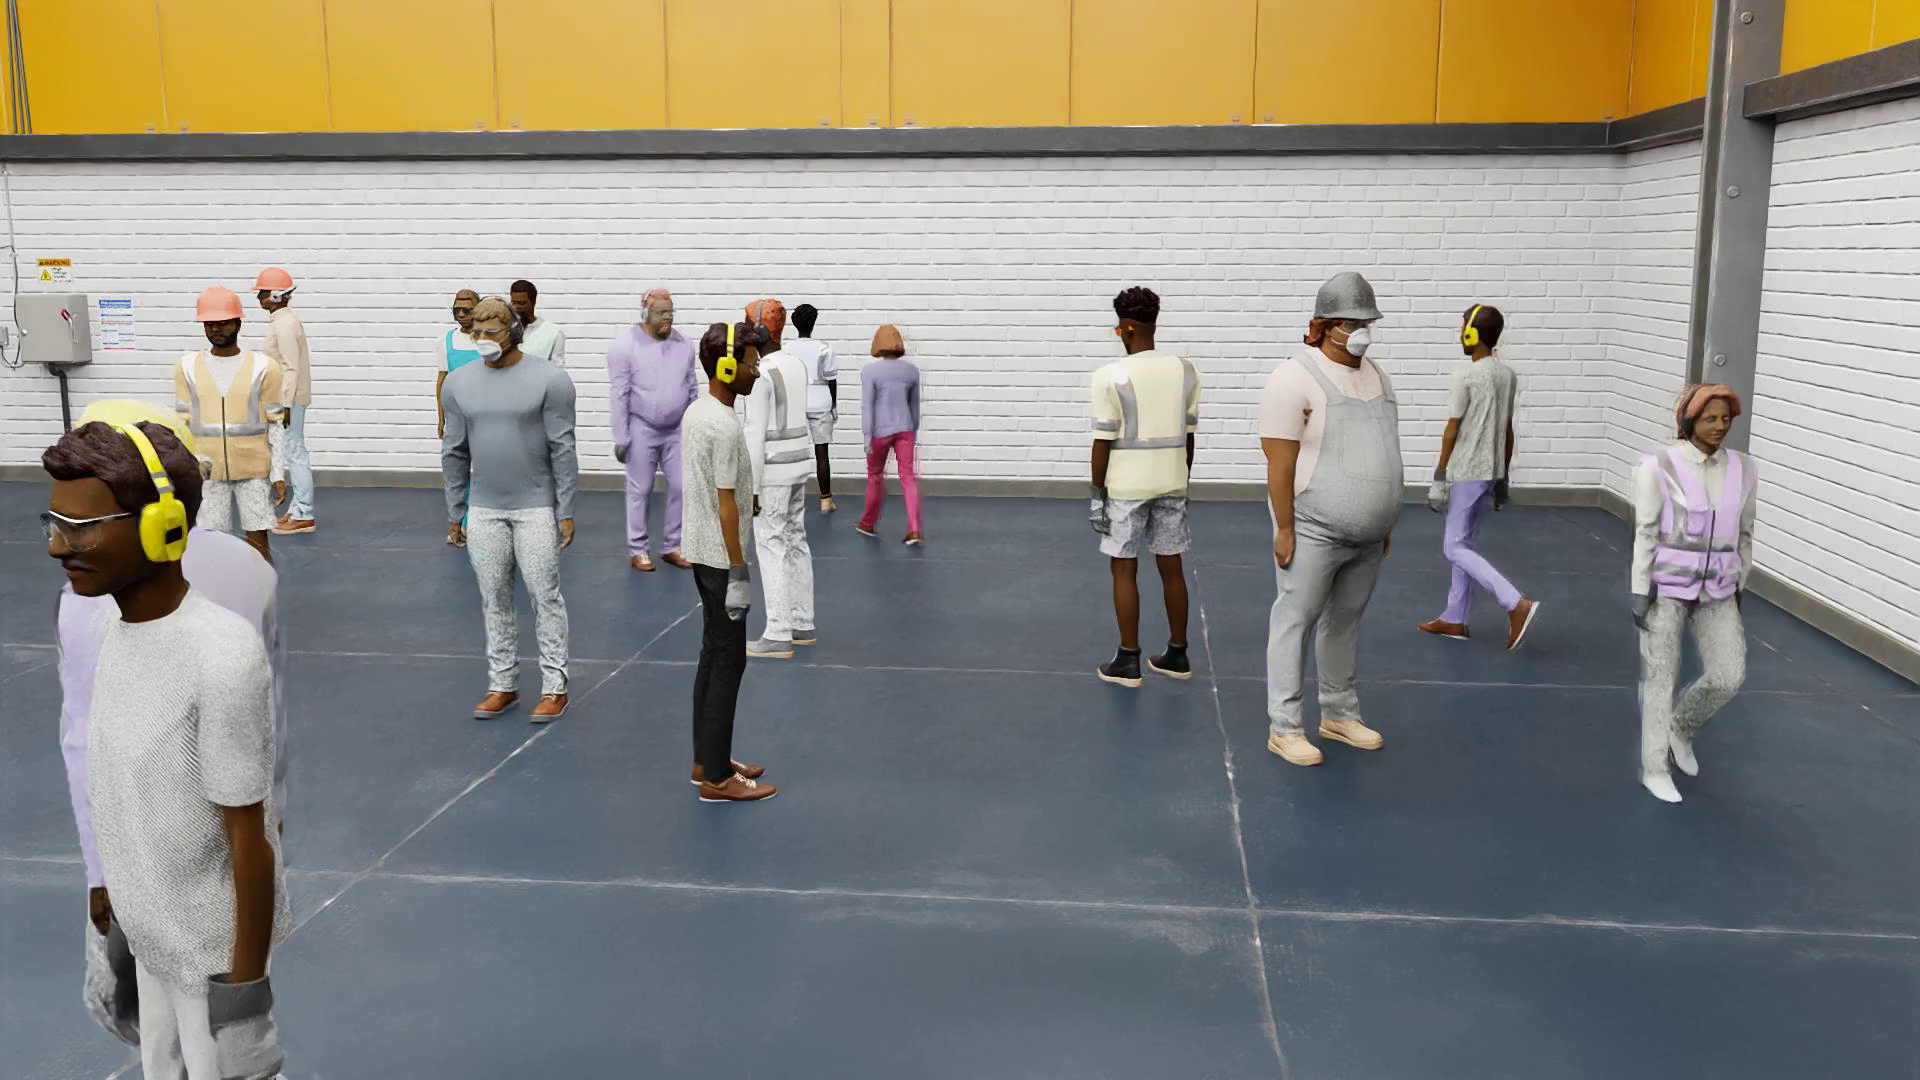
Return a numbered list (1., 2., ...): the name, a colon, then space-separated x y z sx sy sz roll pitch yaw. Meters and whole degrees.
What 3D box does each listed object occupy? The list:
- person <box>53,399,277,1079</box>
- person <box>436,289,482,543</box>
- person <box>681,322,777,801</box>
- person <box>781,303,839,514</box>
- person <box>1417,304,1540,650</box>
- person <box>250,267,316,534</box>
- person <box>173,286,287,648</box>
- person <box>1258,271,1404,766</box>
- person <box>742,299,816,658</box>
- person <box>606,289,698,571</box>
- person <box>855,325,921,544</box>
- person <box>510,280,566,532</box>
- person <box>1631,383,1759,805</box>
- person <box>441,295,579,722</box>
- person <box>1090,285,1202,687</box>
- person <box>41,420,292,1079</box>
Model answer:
1. person: -1.672 0.598 3.628 0.511 1.813 0.610 3 10 15
2. person: -3.533 -0.889 12.058 0.513 1.845 0.335 -1 10 -3
3. person: -0.900 0.091 6.433 0.341 1.857 0.524 -4 11 -21
4. person: -1.233 -1.050 13.403 0.530 1.697 0.321 0 10 1
5. person: 2.778 -0.332 8.878 0.530 1.848 0.728 -9 13 -40
6. person: -5.086 -1.047 12.535 0.380 1.996 0.608 -4 11 -21
7. person: -3.854 -0.368 8.808 0.543 1.939 0.361 -3 10 -14
8. person: 1.593 -0.094 6.951 0.682 2.000 0.536 -7 12 -33
9. person: -0.968 -0.323 8.750 0.349 1.876 0.576 4 11 19
10. person: -2.015 -0.711 10.982 0.665 1.876 0.522 -8 12 -37
11. person: -0.503 -0.776 12.152 0.520 1.583 0.874 -5 11 -28
12. person: -3.204 -0.991 12.484 0.596 1.910 0.400 4 11 23
13. person: 2.809 0.210 6.405 0.520 1.627 0.381 -1 10 -5
14. person: -2.031 -0.137 7.528 0.637 1.930 0.374 1 10 8
15. person: 0.897 -0.262 8.173 0.602 1.955 0.377 -4 11 -23
16. person: -1.304 0.722 2.808 0.512 1.862 0.322 9 13 42
